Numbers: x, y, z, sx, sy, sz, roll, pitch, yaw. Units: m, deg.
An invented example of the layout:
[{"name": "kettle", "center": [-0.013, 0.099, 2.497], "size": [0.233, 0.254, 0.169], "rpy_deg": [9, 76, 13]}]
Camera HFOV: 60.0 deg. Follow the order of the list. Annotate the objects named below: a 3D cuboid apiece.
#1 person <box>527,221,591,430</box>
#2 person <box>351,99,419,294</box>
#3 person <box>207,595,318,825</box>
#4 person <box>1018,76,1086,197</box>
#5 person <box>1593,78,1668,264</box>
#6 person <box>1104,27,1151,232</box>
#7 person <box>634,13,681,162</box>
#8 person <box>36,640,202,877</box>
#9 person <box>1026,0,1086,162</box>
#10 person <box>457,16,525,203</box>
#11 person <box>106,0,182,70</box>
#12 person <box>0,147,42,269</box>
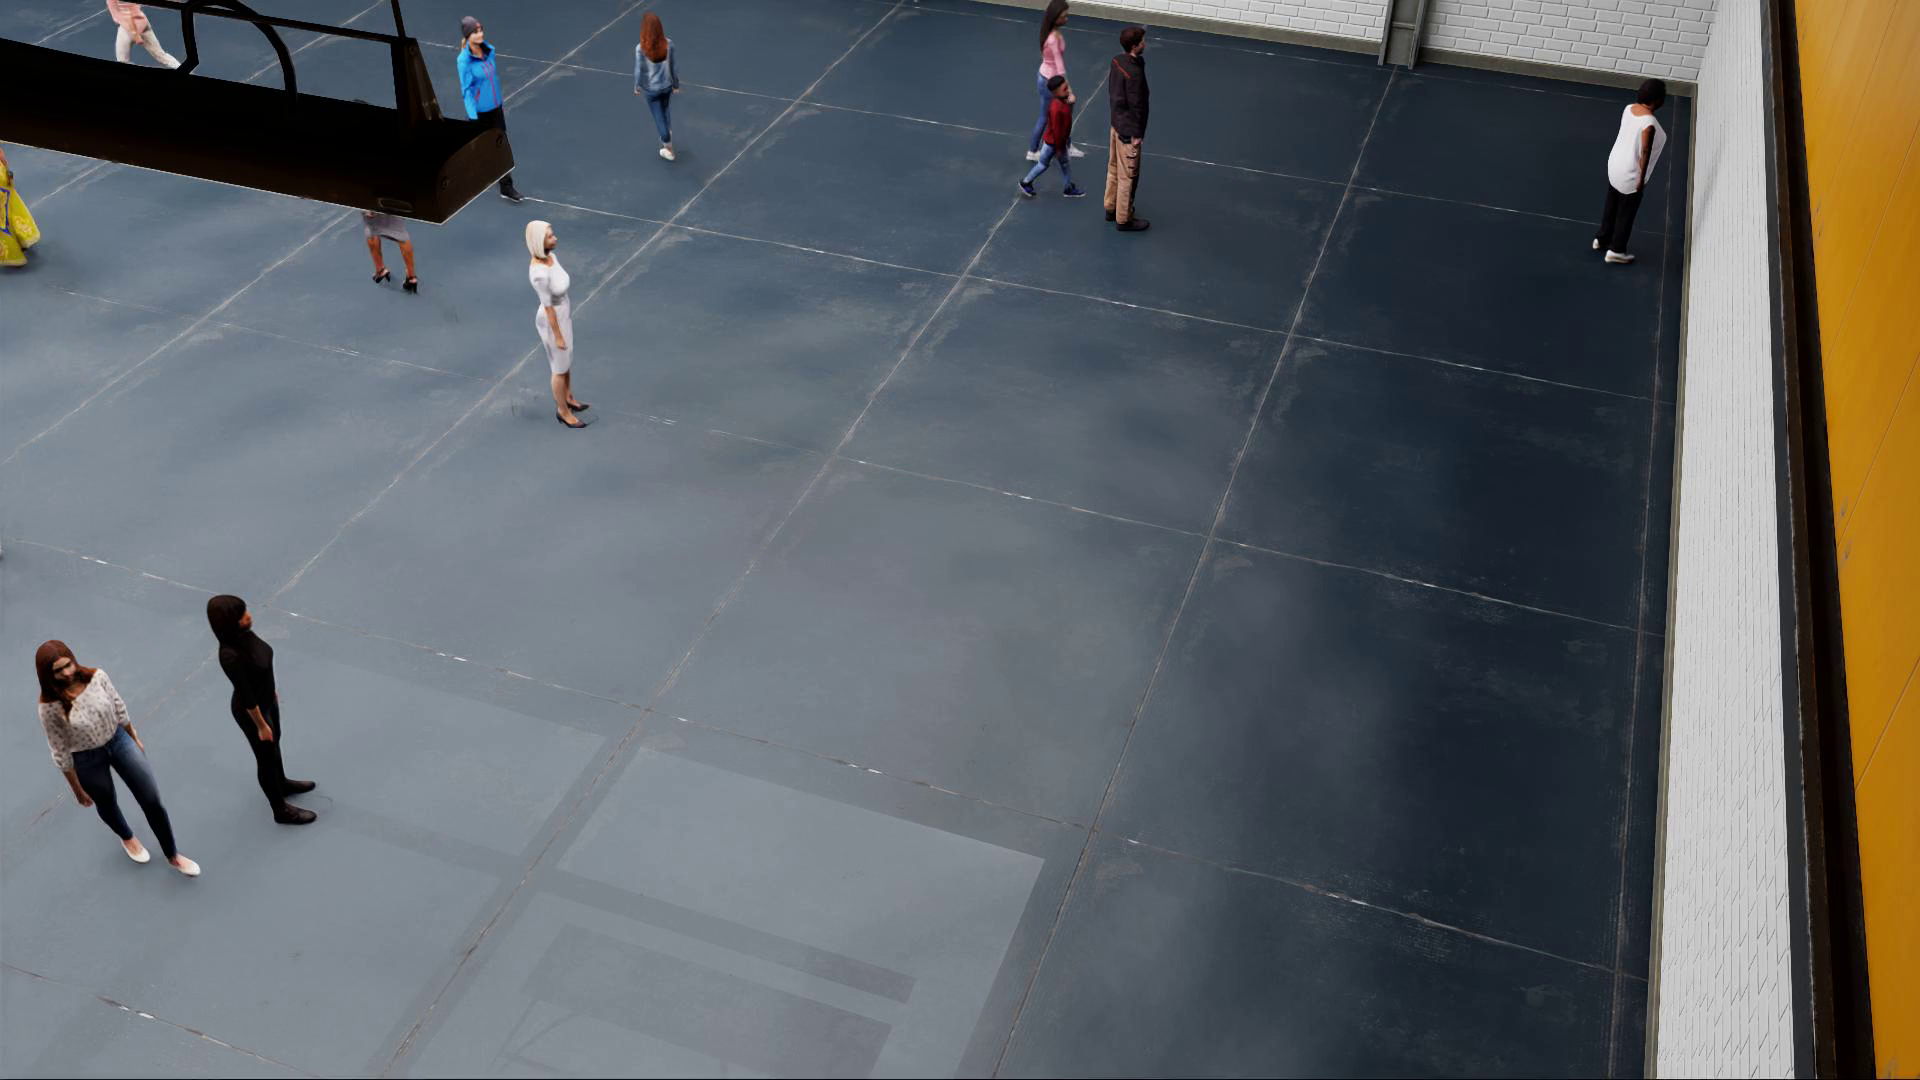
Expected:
[{"name": "person", "center": [-3.135, -1.667, 12.820], "size": [0.625, 1.750, 0.631], "rpy_deg": [-2, 39, -2]}, {"name": "person", "center": [-4.942, -2.933, 14.393], "size": [0.842, 1.764, 0.747], "rpy_deg": [32, 48, 33]}, {"name": "person", "center": [-4.075, 0.961, 9.616], "size": [0.671, 1.642, 0.655], "rpy_deg": [-8, 39, -10]}, {"name": "person", "center": [0.848, -3.856, 15.965], "size": [0.879, 1.245, 0.528], "rpy_deg": [11, 40, 14]}, {"name": "person", "center": [6.050, -3.338, 14.962], "size": [0.749, 1.687, 0.745], "rpy_deg": [-3, 39, -4]}, {"name": "person", "center": [1.542, -3.802, 15.353], "size": [0.828, 1.925, 0.796], "rpy_deg": [-12, 40, -14]}, {"name": "person", "center": [-2.982, -4.489, 16.586], "size": [0.770, 1.460, 0.856], "rpy_deg": [-25, 45, -28]}, {"name": "person", "center": [-4.836, 1.176, 9.293], "size": [0.957, 1.709, 0.789], "rpy_deg": [28, 46, 30]}, {"name": "person", "center": [0.820, -4.501, 16.394], "size": [0.875, 1.717, 0.706], "rpy_deg": [2, 39, 3]}, {"name": "person", "center": [-4.584, -4.103, 15.845], "size": [1.072, 1.781, 0.806], "rpy_deg": [24, 44, 27]}, {"name": "person", "center": [-8.630, -5.416, 17.576], "size": [1.266, 1.671, 0.985], "rpy_deg": [-4, 39, -6]}, {"name": "person", "center": [-8.640, -3.160, 14.775], "size": [0.989, 1.643, 0.876], "rpy_deg": [26, 45, 29]}]
